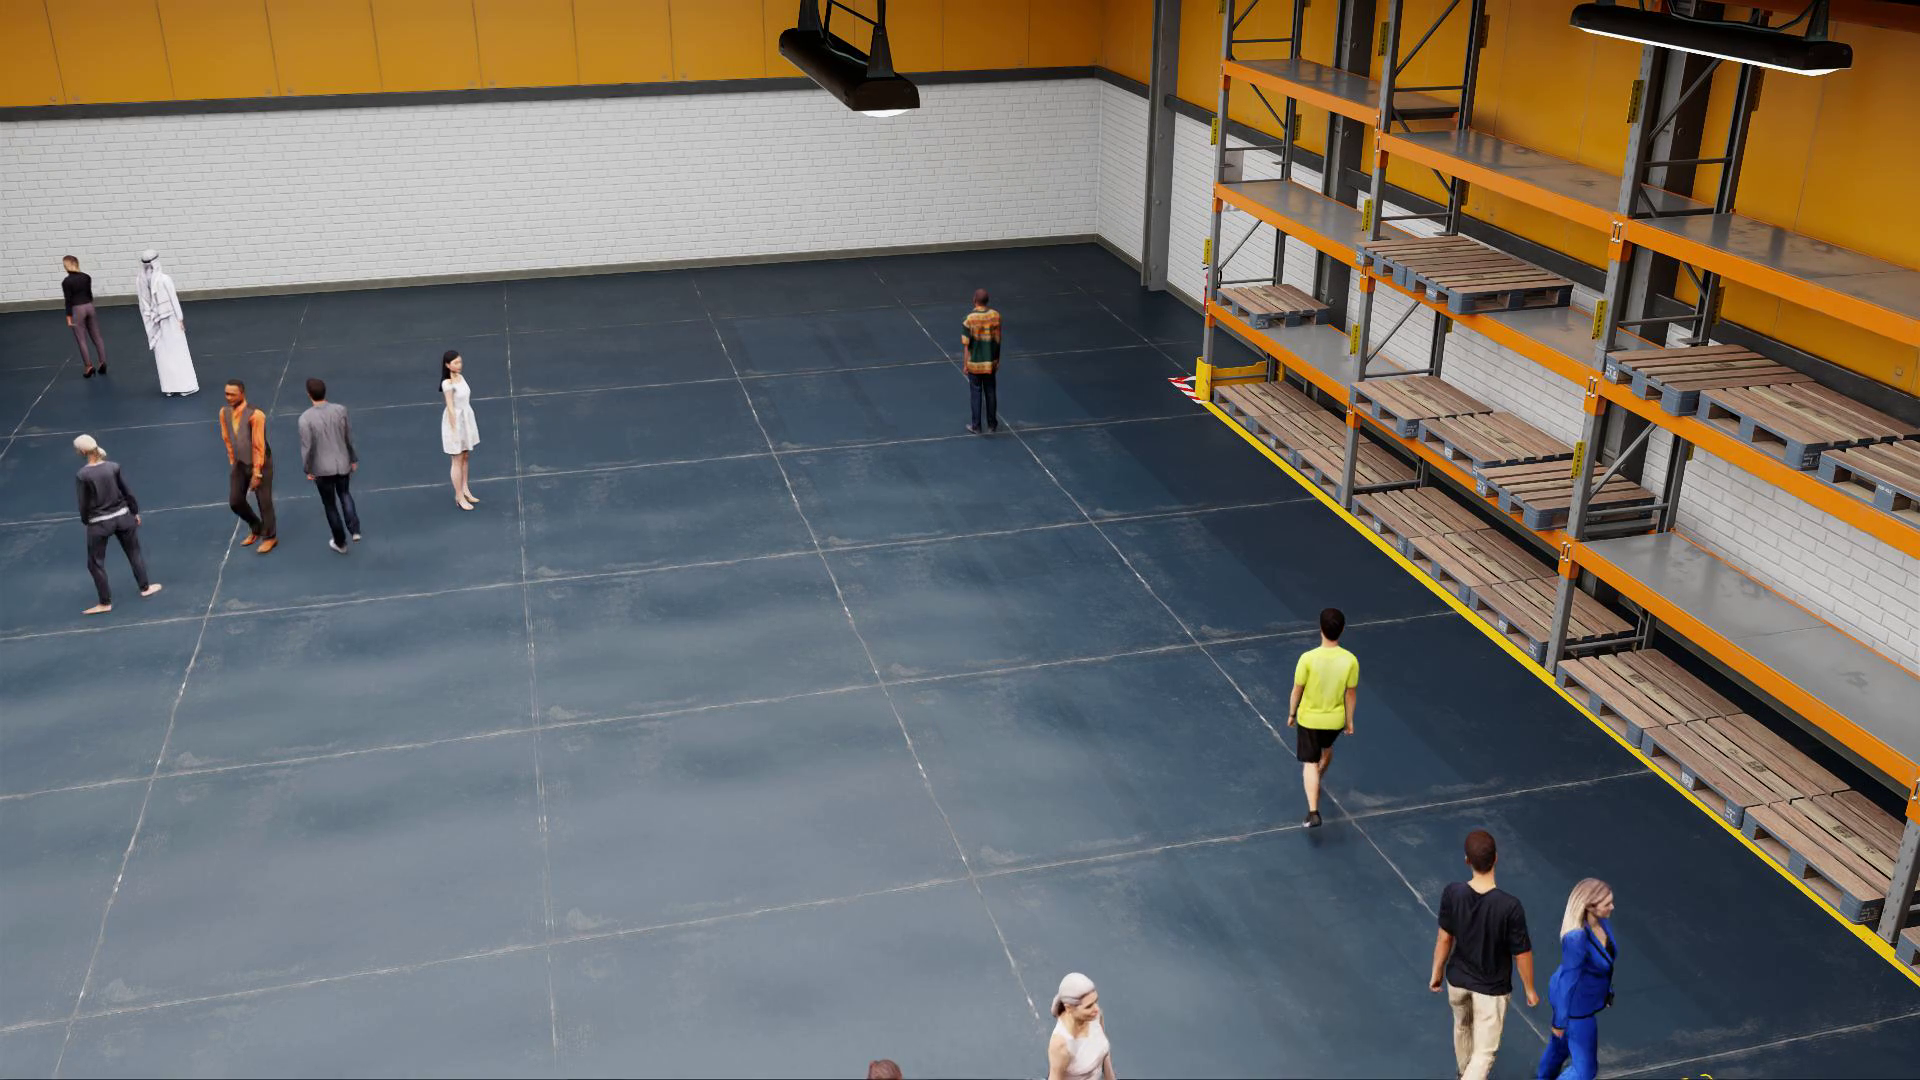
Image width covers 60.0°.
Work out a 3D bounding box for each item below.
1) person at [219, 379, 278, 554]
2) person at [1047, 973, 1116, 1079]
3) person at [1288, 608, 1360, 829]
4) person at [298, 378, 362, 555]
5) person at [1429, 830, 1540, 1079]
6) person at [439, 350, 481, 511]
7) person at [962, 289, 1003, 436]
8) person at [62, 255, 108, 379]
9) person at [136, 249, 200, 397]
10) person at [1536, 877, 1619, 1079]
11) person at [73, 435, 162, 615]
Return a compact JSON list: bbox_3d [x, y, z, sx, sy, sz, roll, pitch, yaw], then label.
[{"bbox_3d":[-7.192,-0.789,17.039,0.827,1.889,0.858,7,25,16],"label":"person"},{"bbox_3d":[0.495,2.944,8.791,1.179,1.655,1.186,11,26,23],"label":"person"},{"bbox_3d":[2.711,1.358,12.399,0.815,1.672,1.169,-1,24,-1],"label":"person"},{"bbox_3d":[-6.362,-0.728,16.931,0.816,1.865,0.824,-21,31,-39],"label":"person"},{"bbox_3d":[2.920,2.579,9.430,1.175,1.813,1.197,20,31,38],"label":"person"},{"bbox_3d":[-5.464,-1.210,18.147,0.803,1.773,0.696,2,24,6],"label":"person"},{"bbox_3d":[0.273,-2.185,20.334,0.700,1.807,0.659,-8,25,-17],"label":"person"},{"bbox_3d":[-11.794,-3.019,22.415,0.734,1.670,0.651,10,25,21],"label":"person"},{"bbox_3d":[-10.365,-2.825,21.647,0.775,1.929,0.748,1,24,2],"label":"person"},{"bbox_3d":[3.403,2.621,9.487,0.780,1.691,0.710,12,26,25],"label":"person"},{"bbox_3d":[-8.094,-0.202,15.917,0.984,1.712,0.937,-17,29,-34],"label":"person"}]
